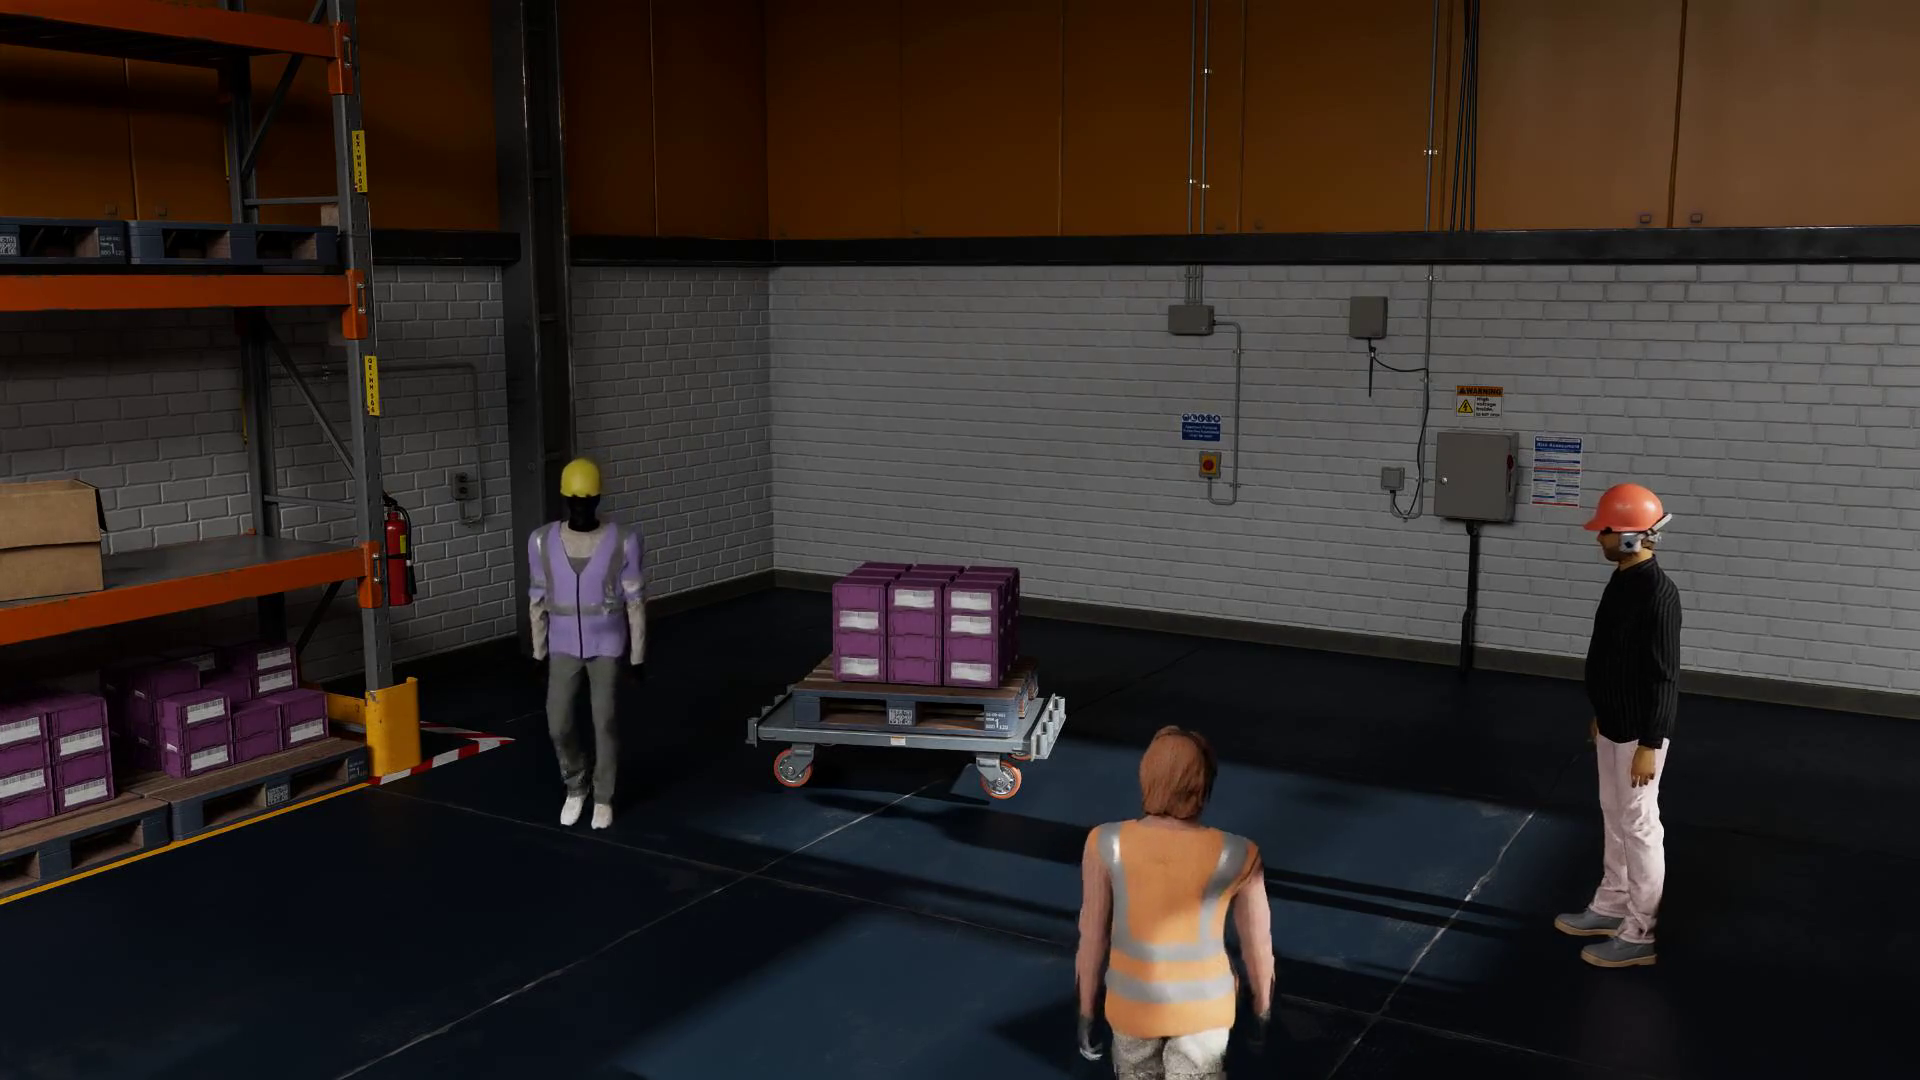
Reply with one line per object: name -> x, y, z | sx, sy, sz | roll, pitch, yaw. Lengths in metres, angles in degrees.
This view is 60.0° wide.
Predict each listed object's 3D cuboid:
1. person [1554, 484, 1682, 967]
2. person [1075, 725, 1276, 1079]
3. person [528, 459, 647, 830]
person -> 2.736, 0.758, 6.850 | 0.392, 1.990, 0.612 | 1, 9, 5
person -> 0.600, 1.308, 4.637 | 0.535, 1.590, 0.862 | 3, 10, 17
person -> -1.887, 0.538, 8.442 | 0.606, 1.915, 0.455 | 0, 9, -1
